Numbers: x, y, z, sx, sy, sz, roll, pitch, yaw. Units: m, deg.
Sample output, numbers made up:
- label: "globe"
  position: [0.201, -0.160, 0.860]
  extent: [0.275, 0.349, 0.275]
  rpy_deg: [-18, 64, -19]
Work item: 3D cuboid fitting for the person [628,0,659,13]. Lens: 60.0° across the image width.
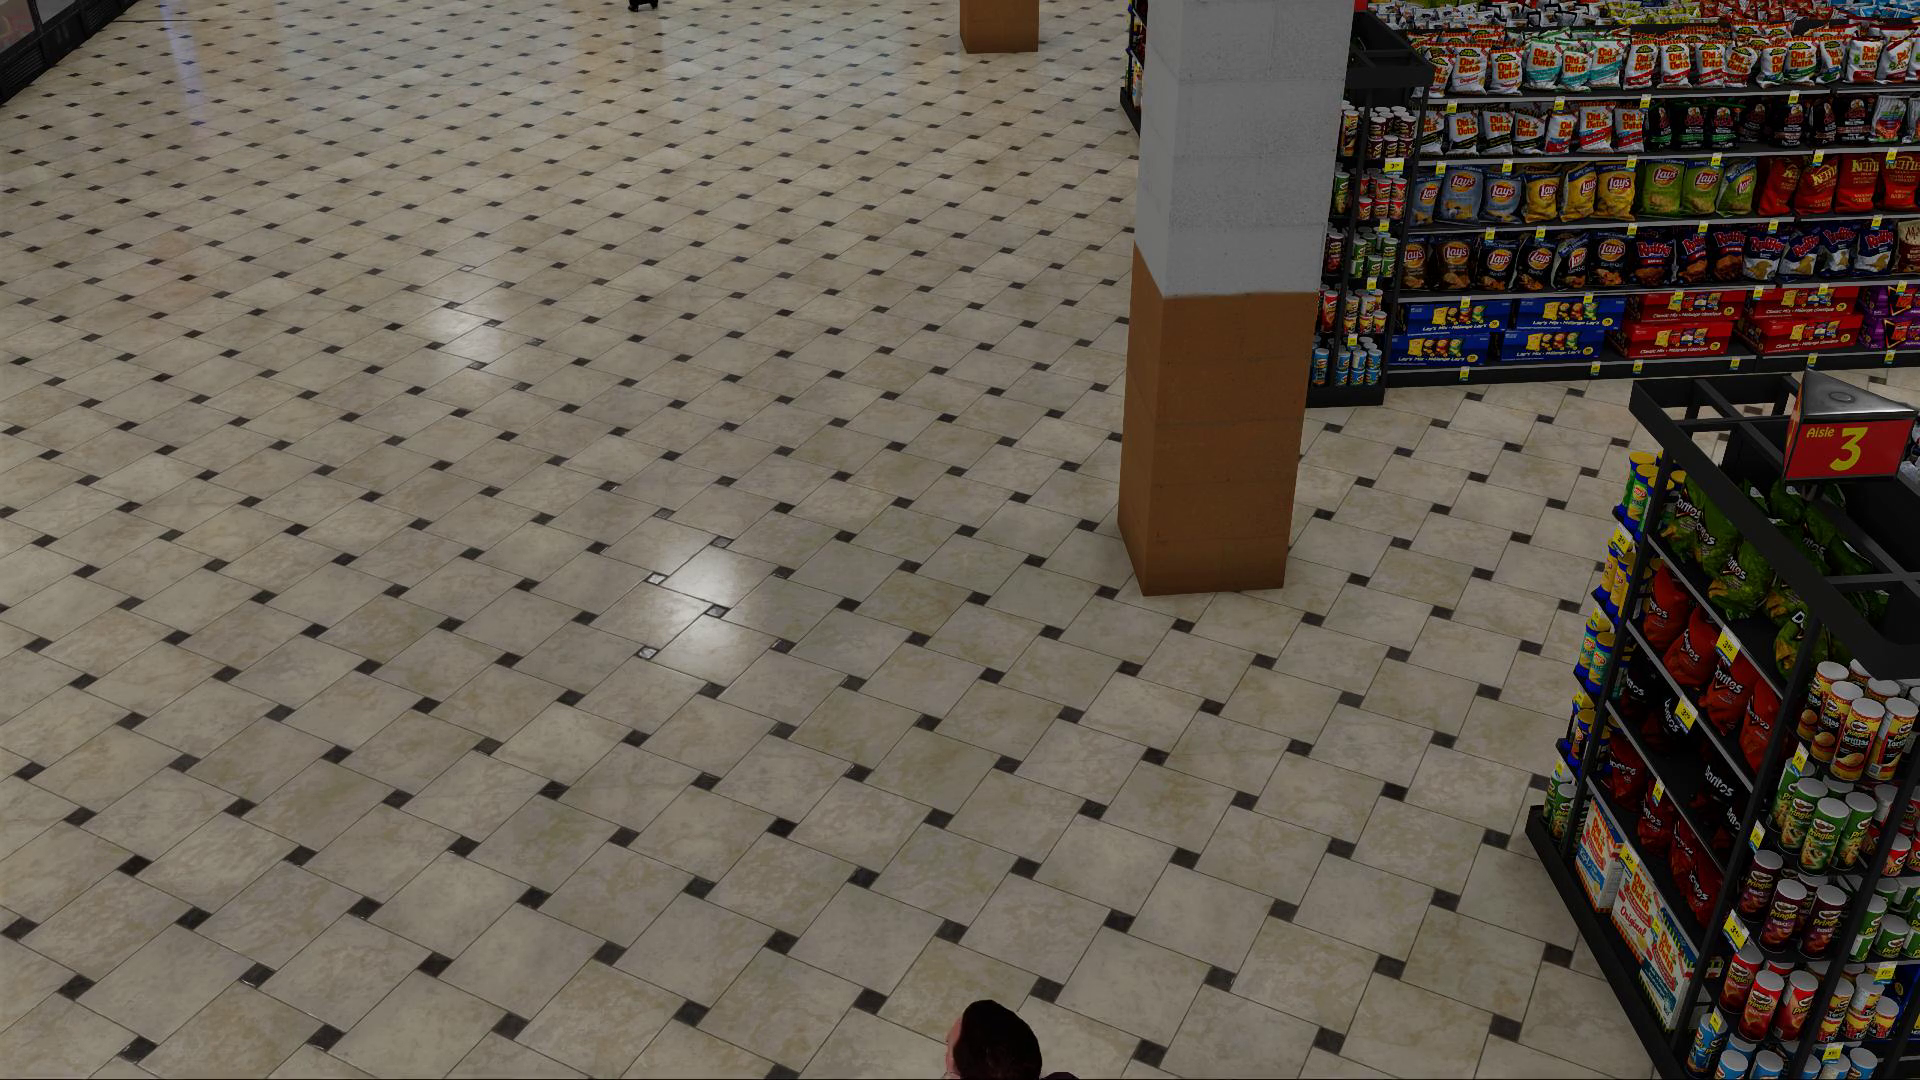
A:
- label: "person"
  position: [-3.324, -6.234, 16.978]
  extent: [0.572, 1.603, 0.714]
  rpy_deg: [-15, 35, -22]
